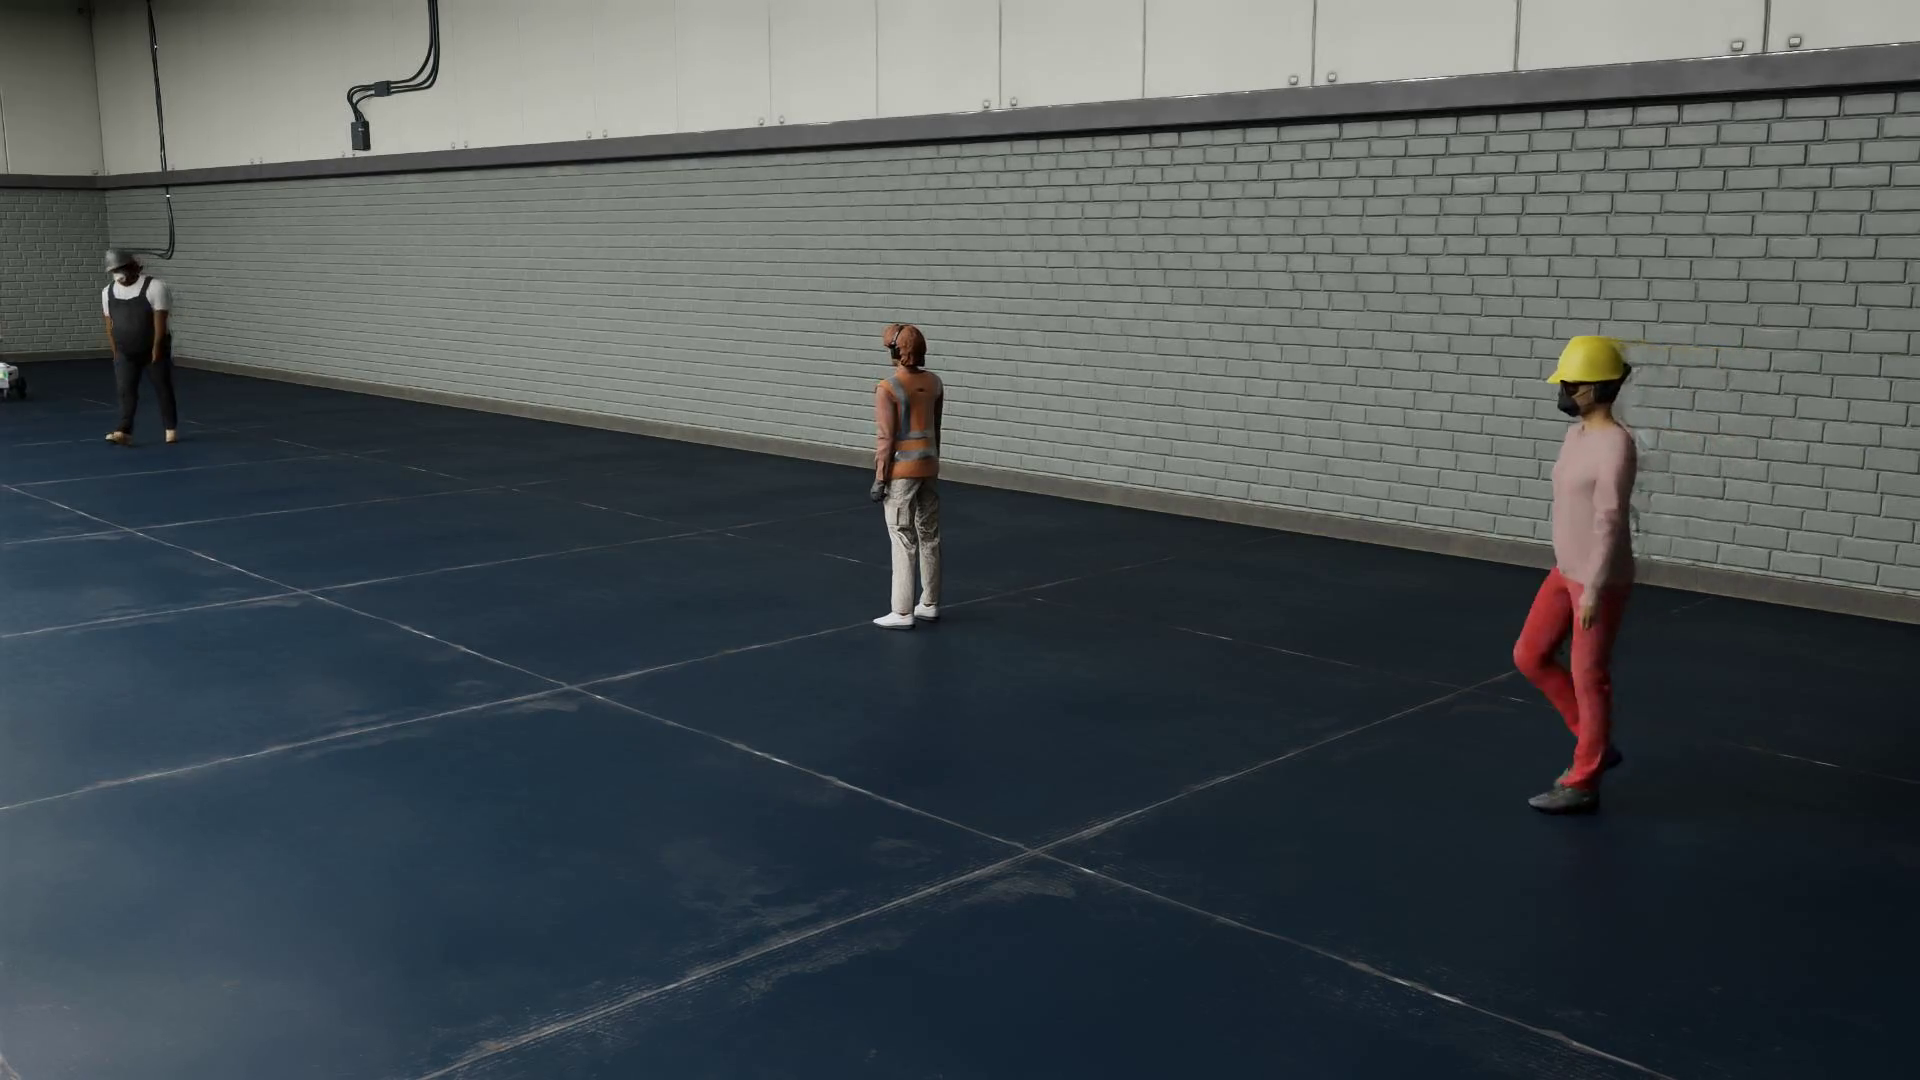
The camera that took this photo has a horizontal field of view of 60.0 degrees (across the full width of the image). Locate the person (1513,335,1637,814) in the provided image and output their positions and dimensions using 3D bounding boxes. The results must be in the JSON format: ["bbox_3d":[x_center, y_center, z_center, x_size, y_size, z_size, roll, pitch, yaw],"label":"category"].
[{"bbox_3d":[2.243,0.137,6.043,0.366,1.751,0.547,0,10,-1],"label":"person"}]

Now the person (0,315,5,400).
[{"bbox_3d":[-12.593,-2.615,21.391,0.500,1.635,0.280,-6,12,-31],"label":"person"}]

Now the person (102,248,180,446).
[{"bbox_3d":[-8.336,-1.956,16.812,0.672,2.000,0.940,-1,10,-5],"label":"person"}]

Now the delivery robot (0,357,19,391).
[{"bbox_3d":[-12.464,-2.130,21.558,0.477,0.478,0.707,-3,11,-17],"label":"delivery robot"}]

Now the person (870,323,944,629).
[{"bbox_3d":[-0.280,-0.342,8.983,0.310,1.642,0.514,8,13,37],"label":"person"}]
